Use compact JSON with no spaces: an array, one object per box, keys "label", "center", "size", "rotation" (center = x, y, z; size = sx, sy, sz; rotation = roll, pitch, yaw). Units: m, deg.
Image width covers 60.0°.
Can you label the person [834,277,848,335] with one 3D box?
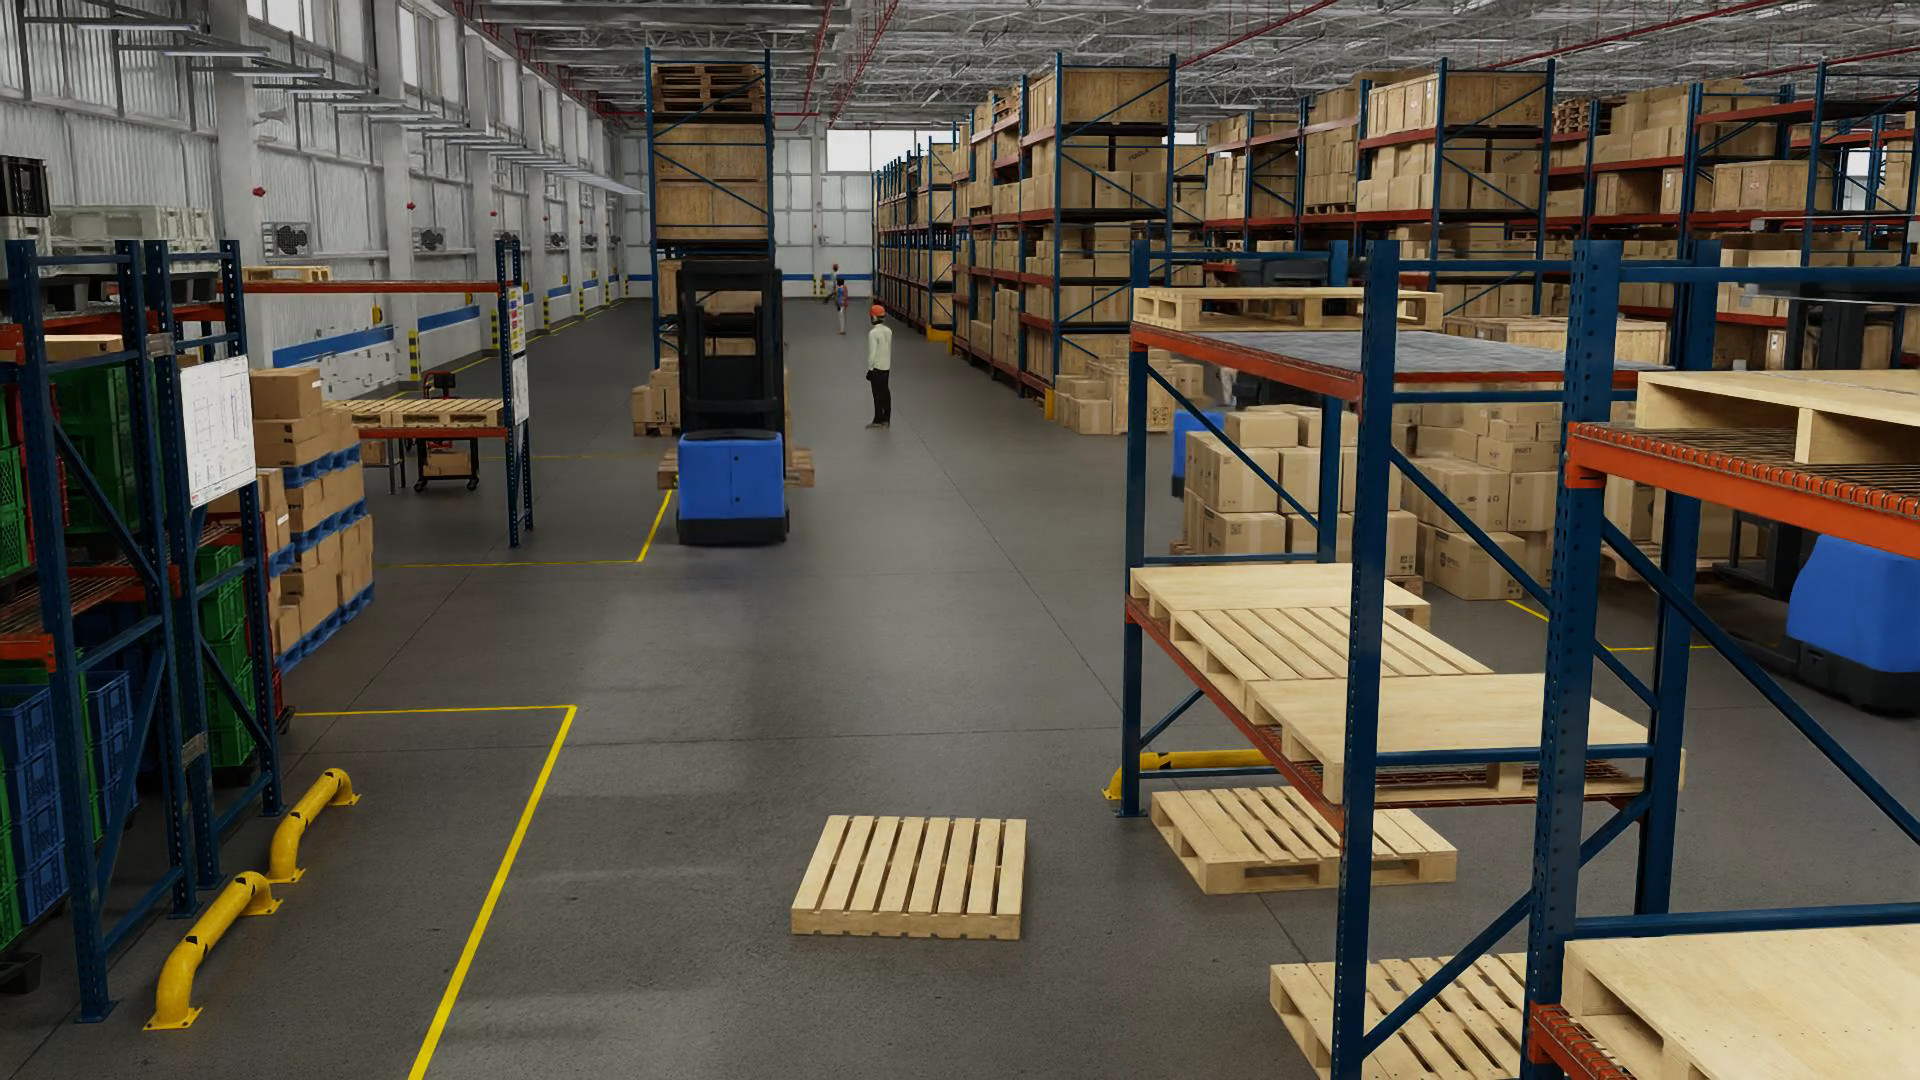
[{"label":"person","center":[-3.824,-7.533,53.581],"size":[0.430,1.838,0.622],"rotation":[1,10,7]}]

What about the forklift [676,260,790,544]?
[{"label":"forklift","center":[-2.340,-1.457,17.007],"size":[1.129,2.768,1.873],"rotation":[-1,10,-6]}]

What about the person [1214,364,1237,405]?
[{"label":"person","center":[4.576,-2.845,28.161],"size":[0.546,1.615,0.588],"rotation":[0,10,2]}]

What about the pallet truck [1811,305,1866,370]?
[{"label":"pallet truck","center":[15.846,-3.142,28.793],"size":[1.885,1.965,0.823],"rotation":[2,10,12]}]

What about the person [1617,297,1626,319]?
[{"label":"person","center":[13.350,-4.080,34.218],"size":[0.622,1.926,0.992],"rotation":[-1,10,-3]}]

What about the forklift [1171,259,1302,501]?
[{"label":"forklift","center":[3.459,-1.796,18.885],"size":[1.873,2.768,1.129],"rotation":[9,13,40]}]

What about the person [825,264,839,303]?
[{"label":"person","center":[-5.949,-12.053,78.392],"size":[0.736,1.919,0.557],"rotation":[-1,10,-5]}]

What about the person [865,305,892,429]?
[{"label":"person","center":[-1.311,-2.780,26.791],"size":[0.376,1.995,0.612],"rotation":[5,11,26]}]

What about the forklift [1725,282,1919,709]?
[{"label":"forklift","center":[6.242,-0.419,11.257],"size":[1.129,2.768,1.873],"rotation":[-1,10,-6]}]

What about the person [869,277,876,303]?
[{"label":"person","center":[-3.950,-11.975,78.780],"size":[0.613,1.618,0.521],"rotation":[0,10,3]}]

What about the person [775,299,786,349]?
[{"label":"person","center":[-5.007,-5.877,44.966],"size":[0.494,1.621,0.549],"rotation":[0,10,0]}]
